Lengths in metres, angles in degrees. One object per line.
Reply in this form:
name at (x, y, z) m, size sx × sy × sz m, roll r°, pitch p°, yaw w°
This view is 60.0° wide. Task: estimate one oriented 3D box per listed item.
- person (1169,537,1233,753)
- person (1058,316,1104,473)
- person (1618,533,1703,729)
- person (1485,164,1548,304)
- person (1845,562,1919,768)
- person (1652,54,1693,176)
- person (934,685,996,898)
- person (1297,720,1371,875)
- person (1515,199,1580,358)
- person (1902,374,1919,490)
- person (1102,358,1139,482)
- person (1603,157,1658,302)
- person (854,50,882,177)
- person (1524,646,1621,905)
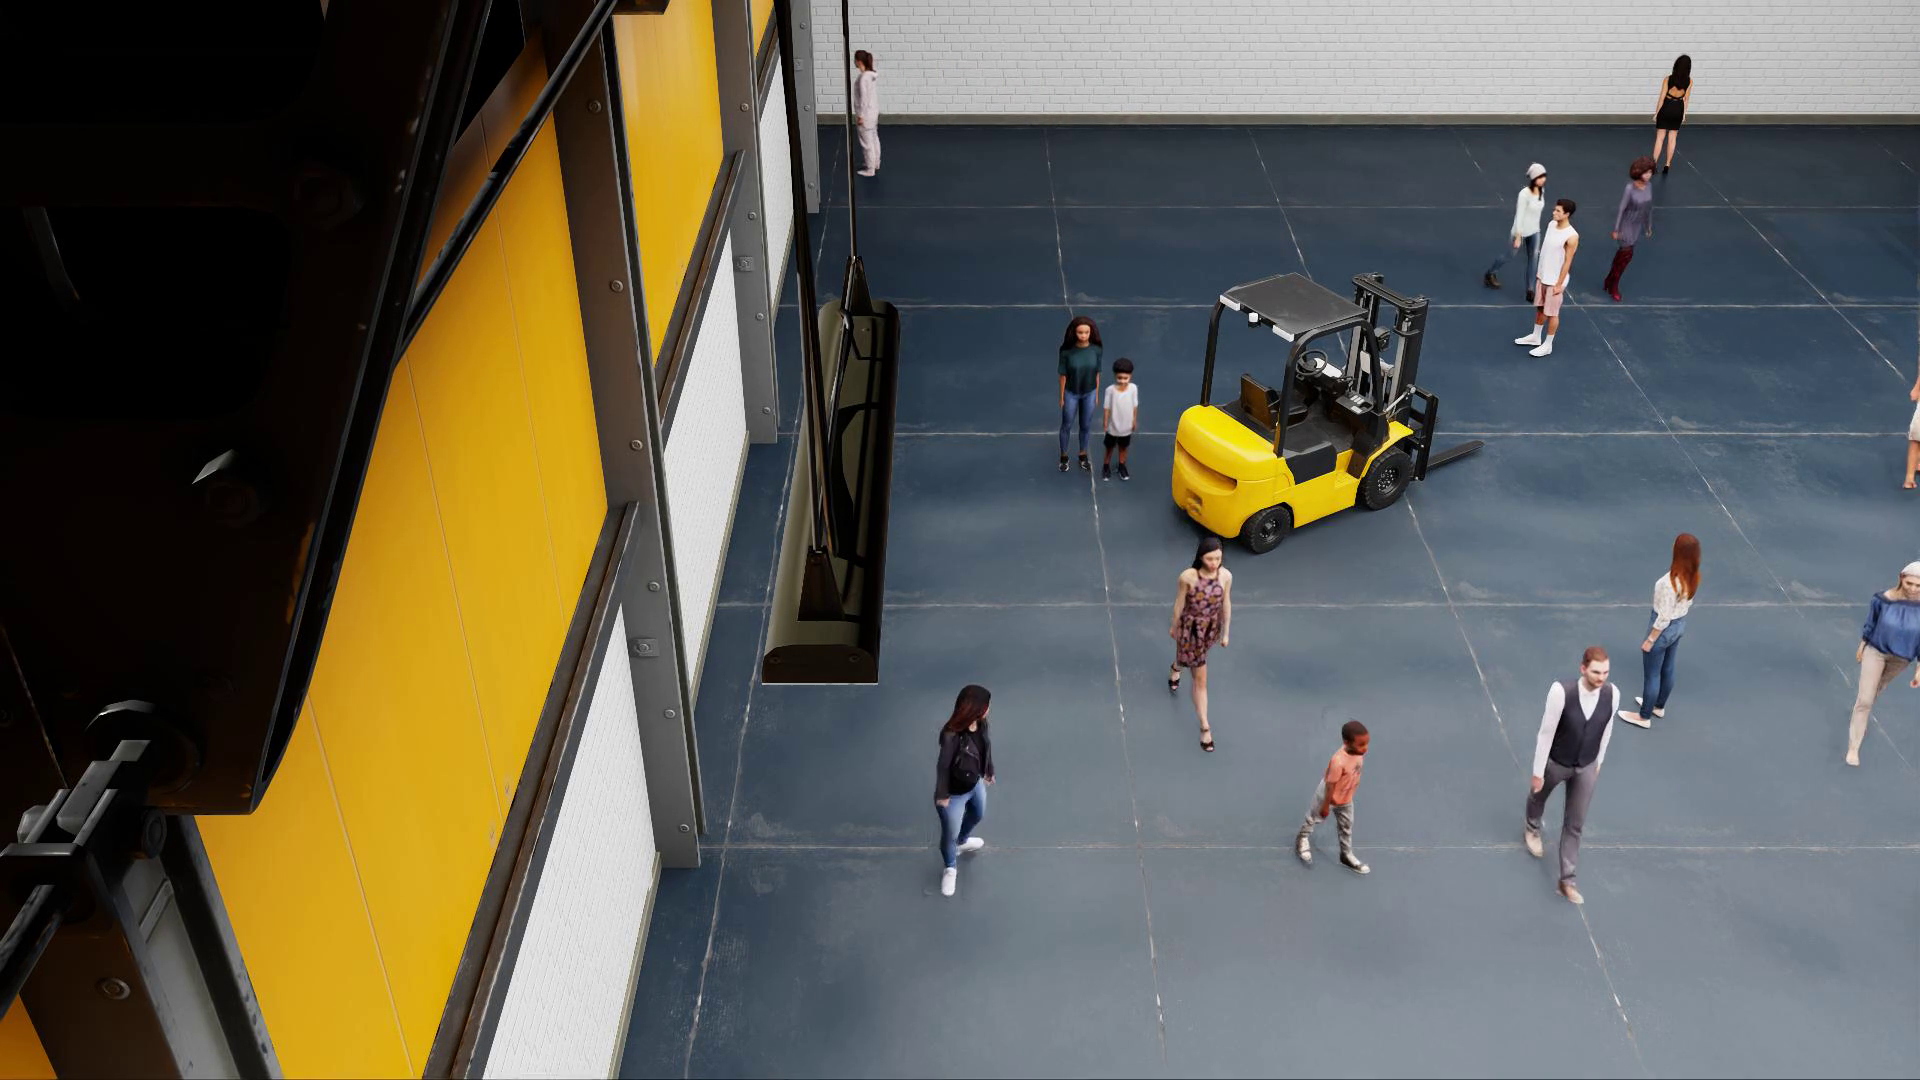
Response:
person at (1.819, 0.676, 12.833) m, size 0.768 × 1.712 × 1.257 m, roll -6°, pitch 34°, yaw -9°
person at (1.154, -1.427, 16.084) m, size 0.621 × 1.616 × 0.616 m, roll -4°, pitch 34°, yaw -6°
person at (5.440, 0.690, 12.798) m, size 0.649 × 1.728 × 0.685 m, roll -24°, pitch 41°, yaw -32°
person at (6.501, -3.598, 19.360) m, size 0.973 × 1.606 × 1.174 m, roll -19°, pitch 38°, yaw -26°
person at (7.042, 0.850, 12.630) m, size 0.888 × 1.648 × 1.195 m, roll 11°, pitch 35°, yaw 17°
person at (9.651, -5.771, 22.589) m, size 0.588 × 1.649 × 0.542 m, roll 6°, pitch 34°, yaw 9°
person at (-0.031, 1.715, 11.361) m, size 0.782 × 1.611 × 0.873 m, roll -23°, pitch 40°, yaw -30°
person at (2.588, 1.732, 11.633) m, size 0.761 × 1.281 × 0.868 m, roll -20°, pitch 39°, yaw -28°
person at (6.464, -2.870, 18.099) m, size 0.740 × 1.788 × 0.583 m, roll -7°, pitch 34°, yaw -10°
person at (9.391, -1.434, 15.911) m, size 0.865 × 1.819 × 1.258 m, roll 9°, pitch 35°, yaw 13°
person at (1.556, -1.184, 16.043) m, size 0.495 × 1.255 × 0.526 m, roll -2°, pitch 34°, yaw -3°
person at (7.734, -3.659, 19.368) m, size 0.709 × 1.698 × 0.755 m, roll -17°, pitch 37°, yaw -24°
person at (-1.248, -5.820, 22.625) m, size 0.751 × 1.690 × 0.588 m, roll 8°, pitch 34°, yaw 12°
person at (4.158, 1.465, 11.476) m, size 0.699 × 1.900 × 1.148 m, roll 2°, pitch 34°, yaw 2°
